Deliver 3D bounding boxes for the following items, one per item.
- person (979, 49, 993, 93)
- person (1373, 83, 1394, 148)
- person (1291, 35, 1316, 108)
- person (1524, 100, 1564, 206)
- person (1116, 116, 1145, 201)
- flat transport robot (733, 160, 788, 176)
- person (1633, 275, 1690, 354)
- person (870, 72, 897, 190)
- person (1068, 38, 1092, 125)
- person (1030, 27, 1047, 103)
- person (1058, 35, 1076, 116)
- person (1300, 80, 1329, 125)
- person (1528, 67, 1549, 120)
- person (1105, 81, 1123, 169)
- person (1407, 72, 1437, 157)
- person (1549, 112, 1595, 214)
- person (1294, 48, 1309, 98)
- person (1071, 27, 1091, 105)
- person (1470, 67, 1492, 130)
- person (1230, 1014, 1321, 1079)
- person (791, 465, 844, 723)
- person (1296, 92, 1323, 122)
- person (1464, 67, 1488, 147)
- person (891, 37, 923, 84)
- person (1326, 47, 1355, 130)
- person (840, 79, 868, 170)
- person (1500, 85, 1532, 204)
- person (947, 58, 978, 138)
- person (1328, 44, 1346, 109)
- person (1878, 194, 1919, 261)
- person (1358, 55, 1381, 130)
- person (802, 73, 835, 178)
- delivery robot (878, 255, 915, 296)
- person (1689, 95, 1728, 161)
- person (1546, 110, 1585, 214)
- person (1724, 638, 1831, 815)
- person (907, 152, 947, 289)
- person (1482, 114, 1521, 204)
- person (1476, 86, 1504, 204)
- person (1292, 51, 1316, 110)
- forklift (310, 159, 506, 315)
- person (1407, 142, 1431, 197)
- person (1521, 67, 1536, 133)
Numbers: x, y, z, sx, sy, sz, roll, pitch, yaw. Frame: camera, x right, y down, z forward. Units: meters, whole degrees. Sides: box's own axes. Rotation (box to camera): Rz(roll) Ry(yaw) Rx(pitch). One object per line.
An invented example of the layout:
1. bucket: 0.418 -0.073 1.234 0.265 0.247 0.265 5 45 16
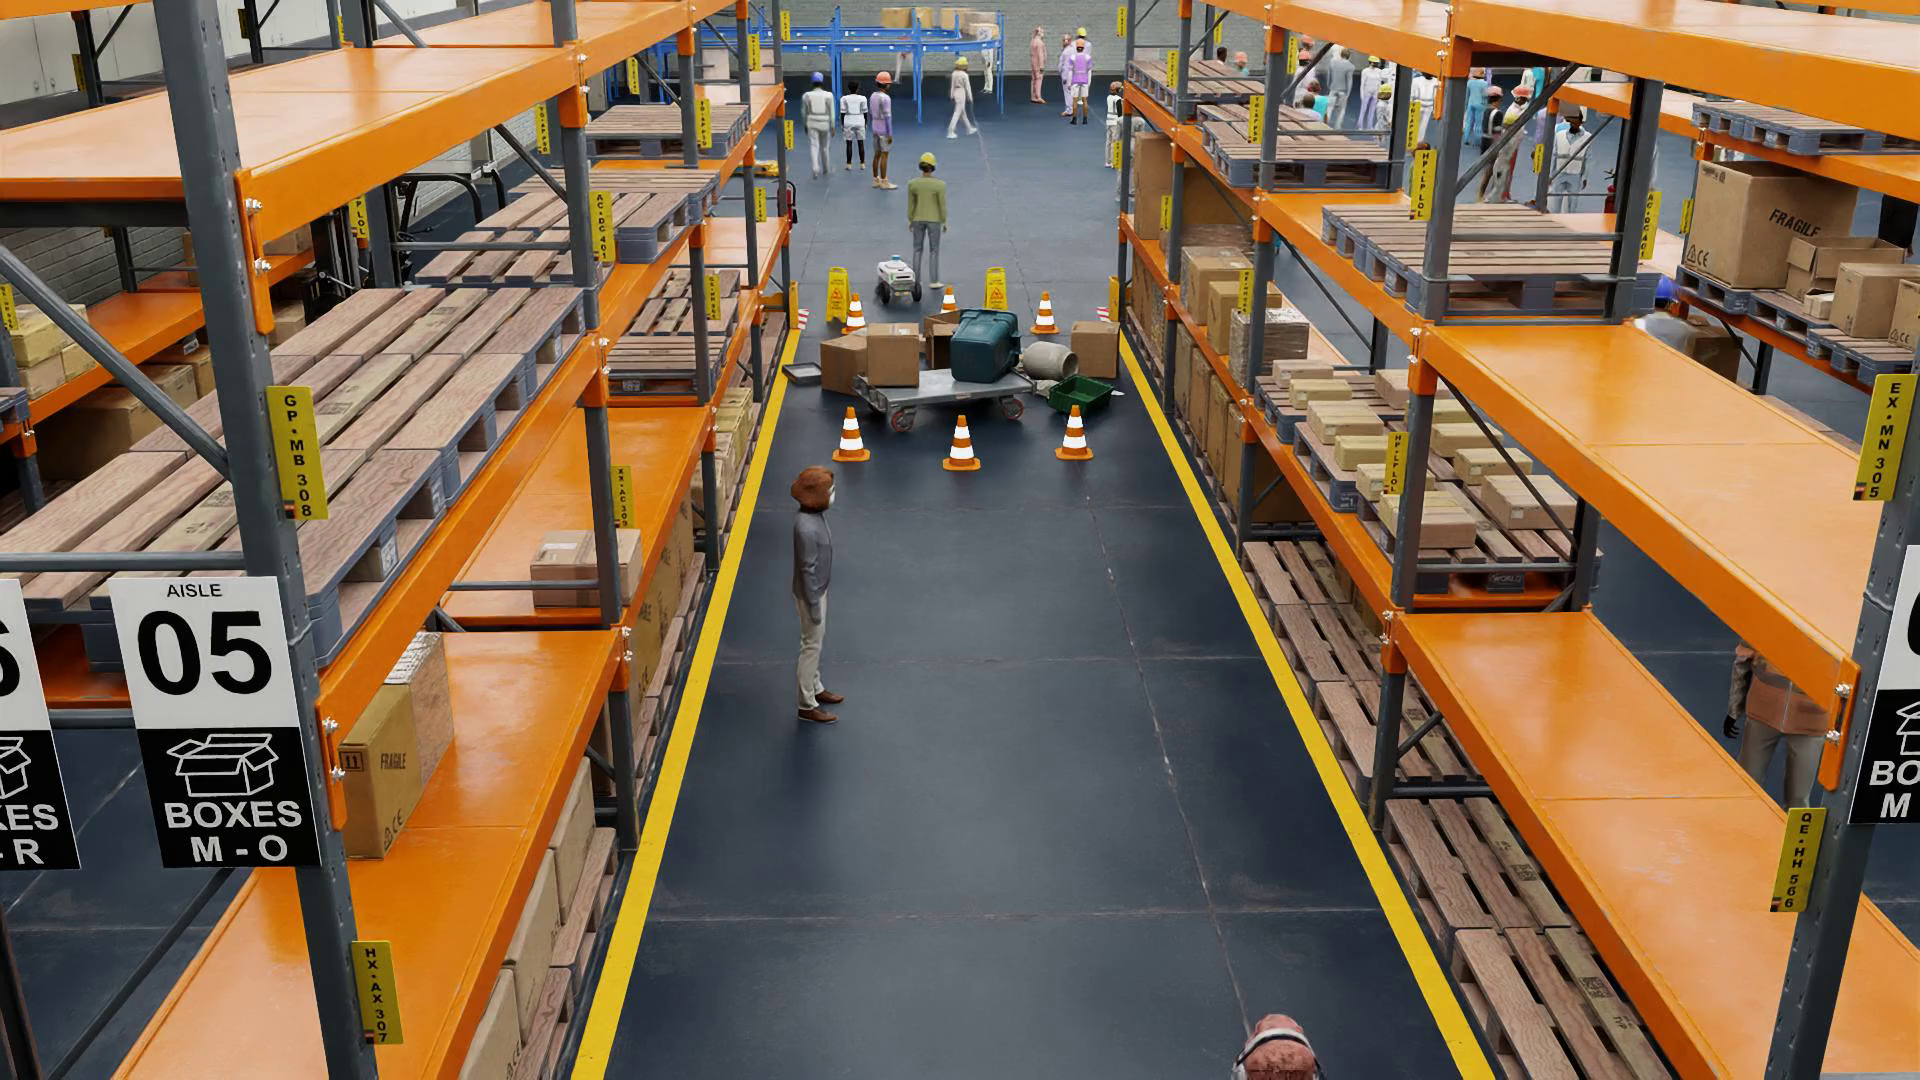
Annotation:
1. person: 0.729 -13.101 45.380 0.325 1.752 0.559 -6 22 -16
2. person: 7.766 -7.503 30.600 0.295 1.743 0.492 6 22 17
3. person: 7.987 -10.730 38.740 0.506 2.026 0.607 10 23 25
4. person: 9.810 -6.577 27.881 0.632 1.940 0.372 -15 26 -35
5. person: 2.897 -6.665 28.405 0.489 1.731 0.320 2 21 6
6. flat transport robot: -4.035 -7.070 31.503 1.431 0.197 0.652 4 21 12
7. person: 5.676 -1.207 13.691 0.604 1.935 0.580 -3 21 -9
8. person: -1.362 -7.272 29.572 0.397 2.043 0.610 -12 24 -28
9. person: 2.767 -10.624 38.576 0.543 1.939 0.360 -2 21 -6
10. person: 2.037 -12.257 42.939 0.407 1.908 0.641 -7 22 -17
11. person: 2.570 -11.228 40.221 0.403 1.904 0.652 4 21 11
12. person: 6.394 -7.389 30.166 0.563 1.837 0.388 -5 21 -14
13. person: 13.724 -10.928 39.534 0.512 1.835 0.364 13 24 30
14. person: 2.973 -7.976 31.994 0.307 1.641 0.512 -9 22 -22
15. person: 9.313 -8.626 33.416 0.621 1.857 0.482 2 21 6
16. person: 9.184 -5.501 25.071 0.588 1.914 0.391 13 24 31
17. person: 7.557 -9.917 36.805 0.312 1.869 0.536 -6 22 -15
18. person: 3.091 -12.183 42.735 0.594 1.911 0.504 -7 22 -19
19. person: 11.810 -10.261 37.670 0.415 1.907 0.593 -8 22 -20
20. person: 0.848 2.176 4.816 0.672 1.884 0.609 -1 21 -4
21. person: -0.876 0.321 10.087 0.291 1.625 0.507 0 21 0
22. person: 5.640 -6.447 27.603 0.643 1.909 0.868 16 26 36
23. person: 10.871 -9.135 35.065 0.499 1.634 0.279 18 27 39
24. person: -1.526 -14.043 47.597 0.926 1.959 0.614 11 24 28
25. person: 8.298 -9.855 36.602 0.649 1.909 0.688 16 26 36
26. person: -2.023 -7.932 31.797 0.541 1.696 0.315 -3 21 -9
27. person: 9.324 -6.653 28.023 0.413 1.984 0.623 9 23 24
28. person: 0.056 -9.712 36.500 0.916 1.686 0.506 -15 26 -35
29. person: 9.433 -11.702 41.505 0.779 1.902 0.384 -18 27 -39
30. person: 11.102 -3.521 19.725 0.612 1.995 0.382 -11 23 -27
31. person: 9.074 -9.856 36.797 0.526 1.761 0.332 -9 23 -23
32. person: -2.636 -7.739 31.022 0.617 1.896 1.013 -1 21 -3
33. delivery robot: -0.813 -3.401 21.279 0.477 0.478 0.707 -6 22 -15
34. person: 12.790 -6.714 28.432 0.593 1.796 0.927 5 21 14
35. person: 9.522 -5.864 26.138 0.430 1.839 0.625 -14 25 -33
36. person: 4.094 0.870 8.210 0.586 1.928 0.372 14 25 32
37. person: -0.429 -4.173 21.779 0.531 1.762 0.344 6 22 15
38. person: 8.646 -5.958 26.567 0.593 1.703 0.526 15 25 34
39. person: 8.874 -6.436 27.413 0.644 2.005 0.638 -2 21 -6
40. person: 7.427 -9.528 35.747 0.549 1.904 0.927 -9 23 -23
41. forklift: -5.622 -2.910 17.832 2.313 2.155 1.214 -1 21 -1
42. person: 6.541 -4.871 23.795 0.277 1.633 0.507 14 25 33
43. person: 12.648 -9.915 37.138 0.309 1.630 0.514 3 21 7
